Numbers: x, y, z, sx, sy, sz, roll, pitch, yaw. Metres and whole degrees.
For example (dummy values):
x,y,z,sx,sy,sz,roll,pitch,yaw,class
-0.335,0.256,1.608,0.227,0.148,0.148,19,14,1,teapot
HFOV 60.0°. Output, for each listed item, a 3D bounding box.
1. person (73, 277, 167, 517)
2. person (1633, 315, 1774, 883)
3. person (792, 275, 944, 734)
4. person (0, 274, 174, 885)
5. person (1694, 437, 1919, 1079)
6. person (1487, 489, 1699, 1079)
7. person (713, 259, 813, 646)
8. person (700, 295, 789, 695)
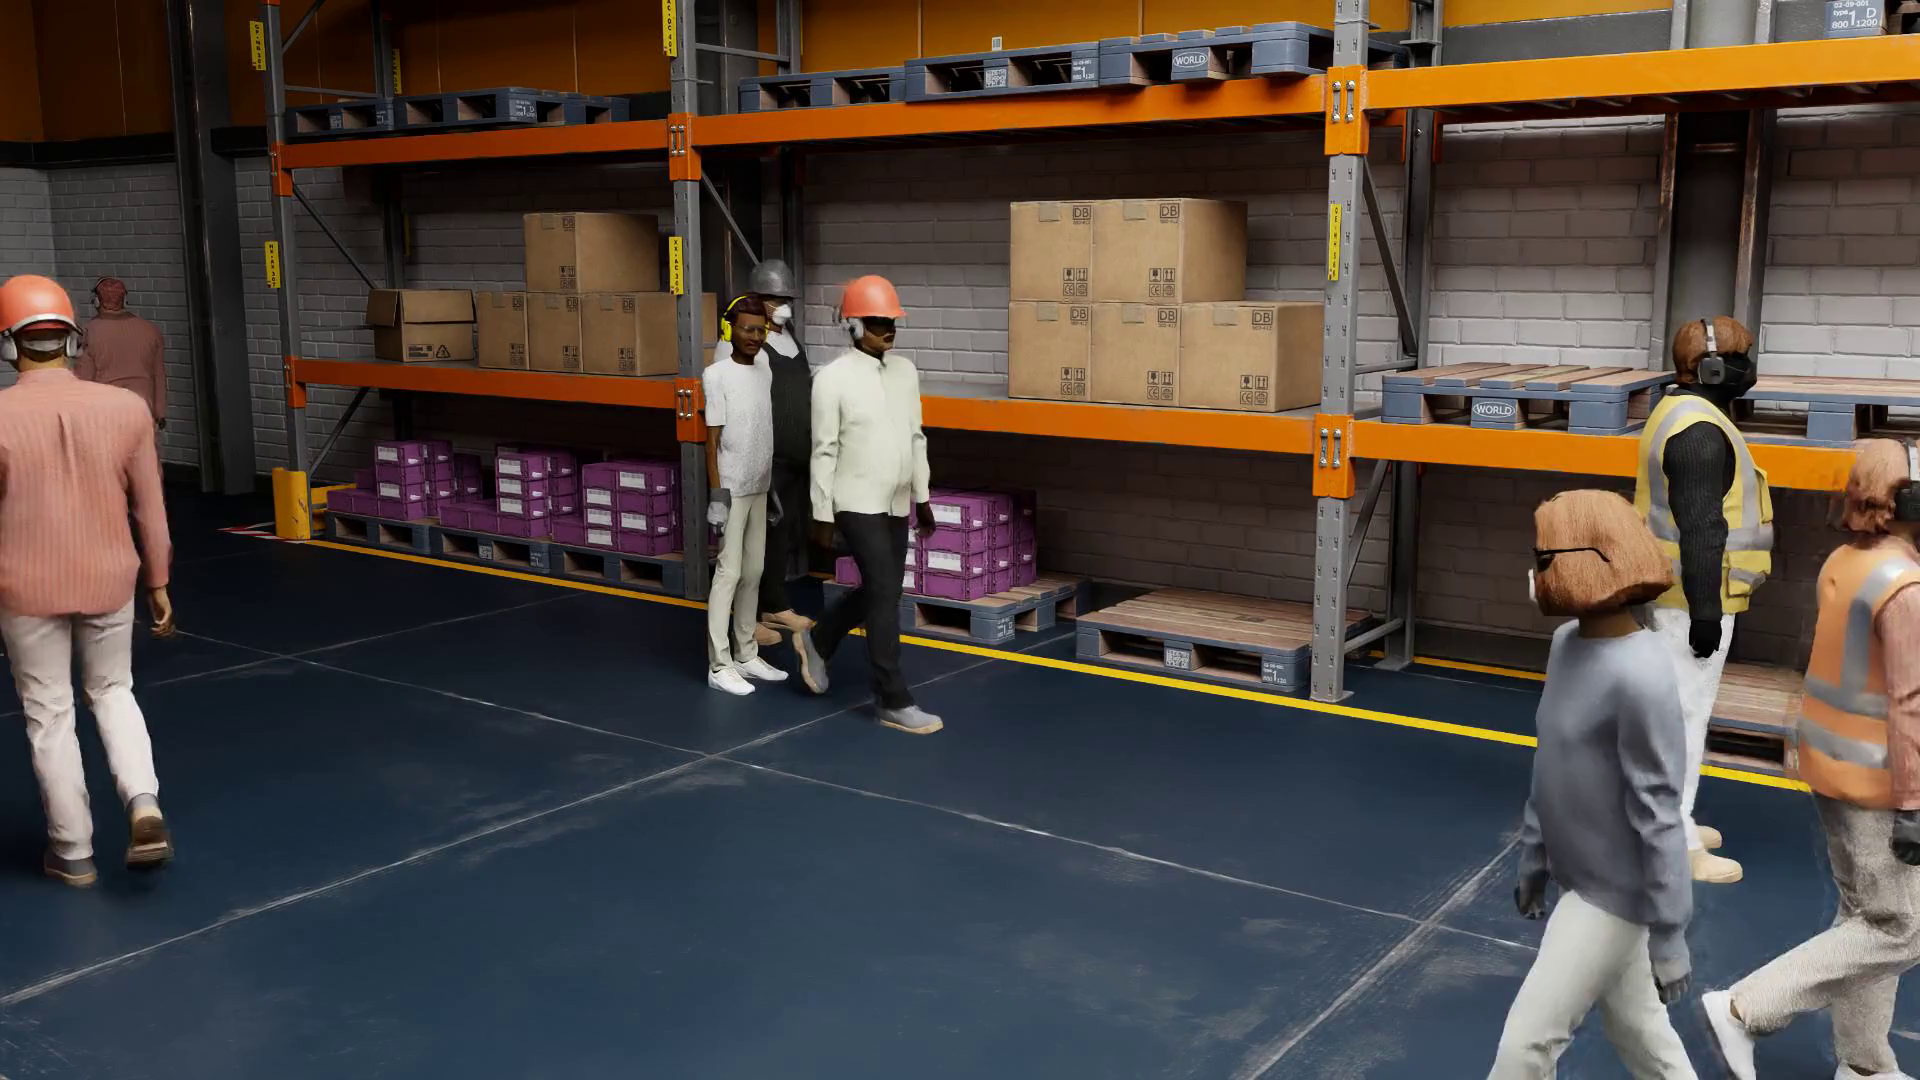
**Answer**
x,y,z,sx,sy,sz,roll,pitch,yaw,class
-5.912,-0.885,11.704,0.406,1.911,0.637,8,12,38,person
2.446,0.186,5.522,0.429,1.846,0.625,3,10,15,person
-0.432,-0.173,7.302,0.877,1.972,0.613,7,12,35,person
-2.819,0.158,5.269,0.564,1.980,0.636,9,13,43,person
2.083,0.565,3.891,0.531,1.623,0.526,2,10,12,person
1.194,0.691,3.282,0.869,1.573,0.511,0,10,3,person
-0.986,-0.477,8.880,0.535,2.000,0.688,4,10,21,person
-1.015,-0.216,7.856,0.313,1.862,0.535,5,11,26,person
